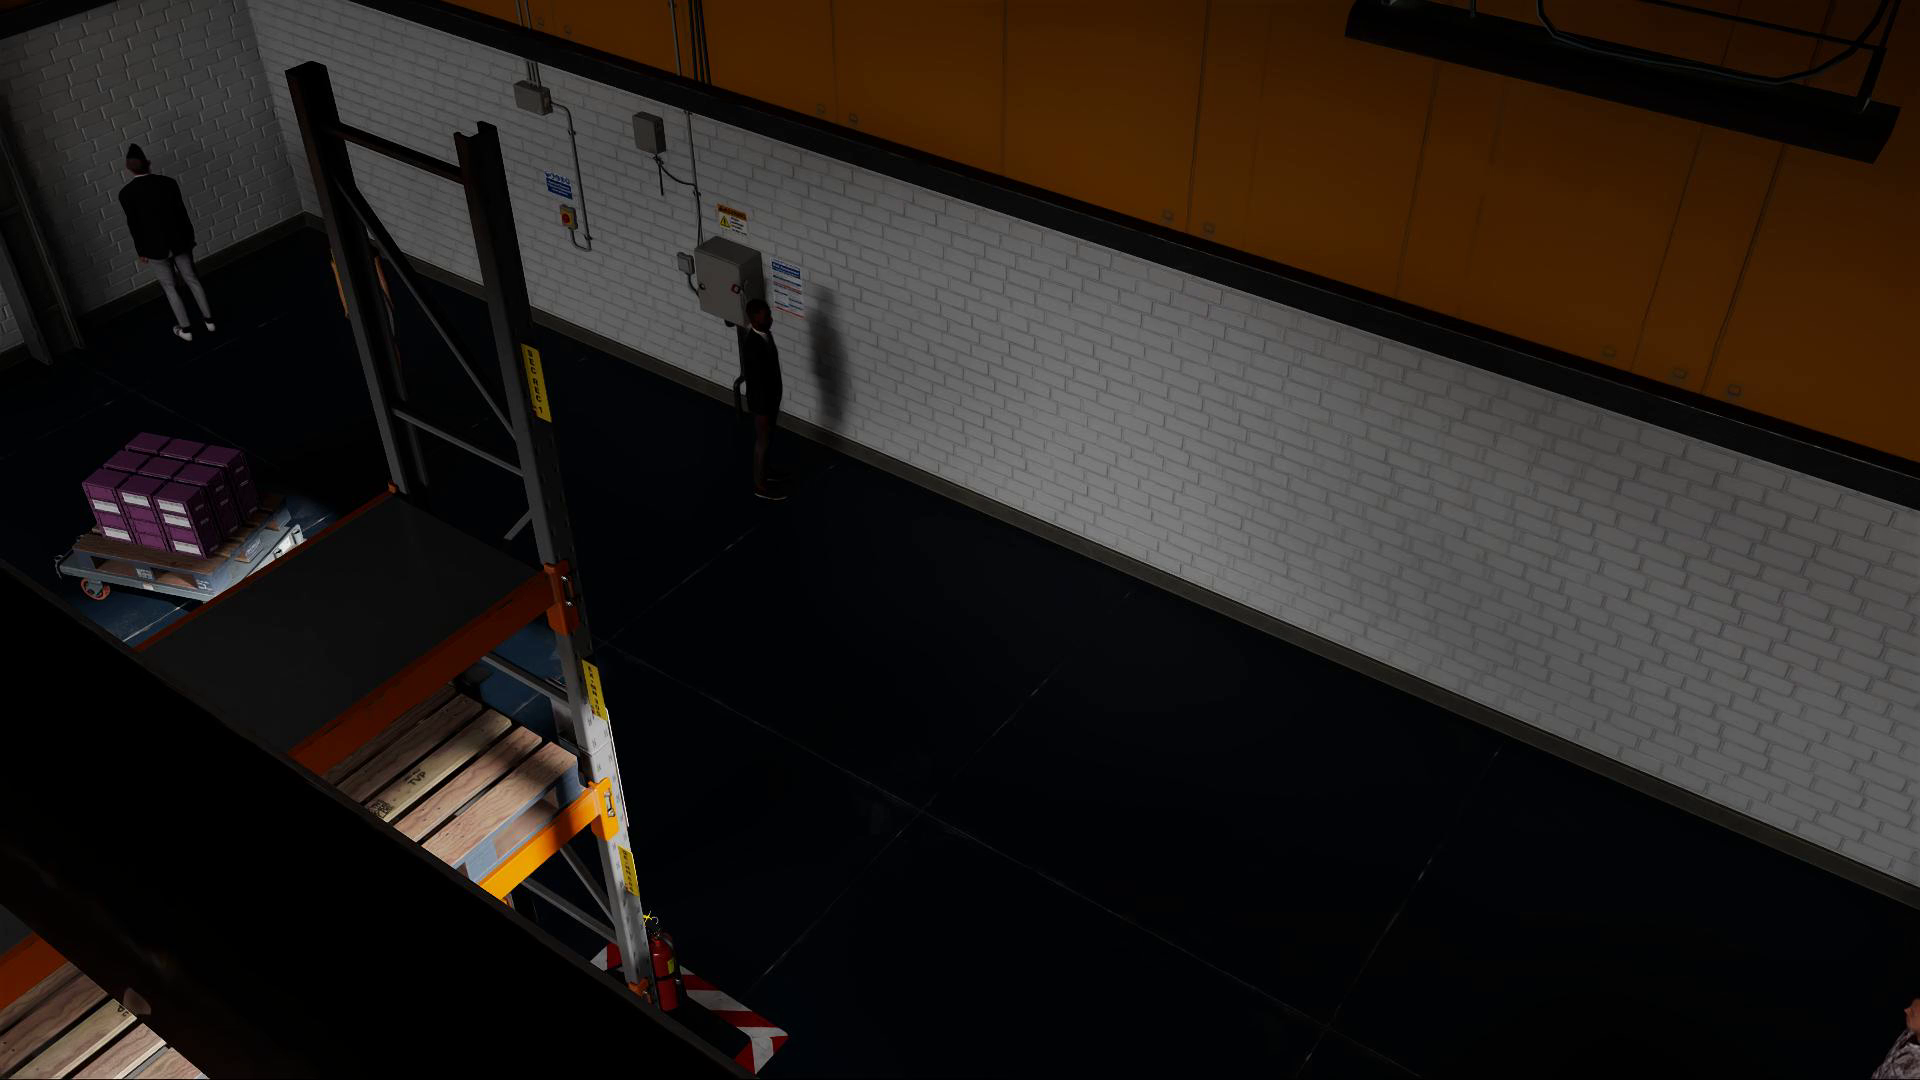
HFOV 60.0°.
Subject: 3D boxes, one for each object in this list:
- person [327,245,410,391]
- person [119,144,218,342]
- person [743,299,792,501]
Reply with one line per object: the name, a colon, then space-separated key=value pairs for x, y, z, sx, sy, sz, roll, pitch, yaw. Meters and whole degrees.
person: x=-5.206 y=-2.037 z=14.664 sx=0.617 sy=1.797 sz=0.713 roll=-12 pitch=40 yaw=-14
person: x=-7.392 y=-2.785 z=15.474 sx=0.614 sy=1.954 sz=0.817 roll=-30 pitch=47 yaw=-32
person: x=-1.600 y=-1.163 z=13.567 sx=0.801 sy=1.800 sz=0.678 roll=2 pitch=39 yaw=2
